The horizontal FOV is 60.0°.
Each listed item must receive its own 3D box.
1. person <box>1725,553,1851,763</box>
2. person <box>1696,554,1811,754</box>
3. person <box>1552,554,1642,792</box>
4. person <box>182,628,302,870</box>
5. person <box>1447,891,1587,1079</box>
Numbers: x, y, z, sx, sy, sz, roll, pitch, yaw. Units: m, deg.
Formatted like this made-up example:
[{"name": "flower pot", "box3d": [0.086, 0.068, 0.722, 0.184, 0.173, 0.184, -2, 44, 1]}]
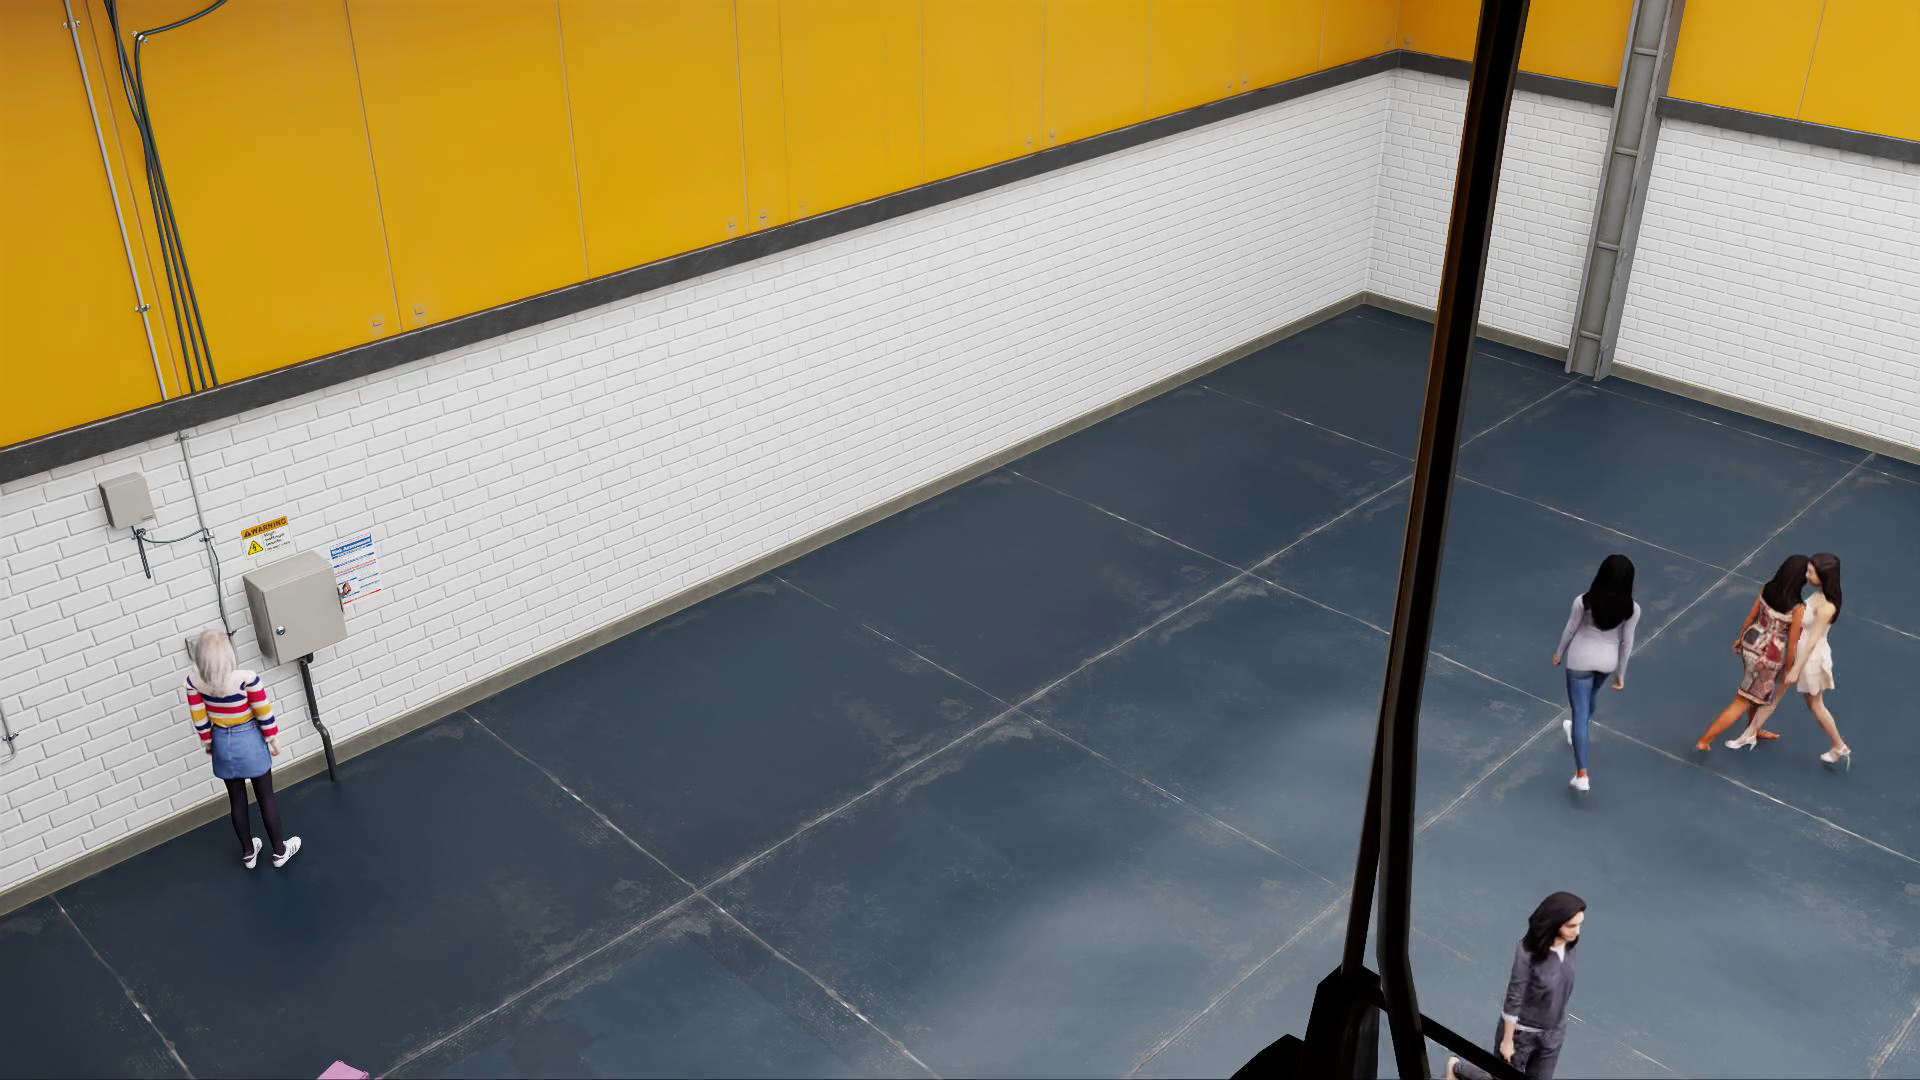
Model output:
[{"name": "person", "box3d": [6.042, 0.896, 11.645, 1.141, 1.690, 0.915, 10, 30, 18]}, {"name": "person", "box3d": [5.646, 0.849, 11.810, 1.011, 1.613, 1.059, -9, 30, -16]}, {"name": "person", "box3d": [4.403, 0.941, 11.558, 1.167, 1.693, 1.175, 2, 29, 4]}, {"name": "person", "box3d": [-4.647, 1.336, 10.718, 0.706, 1.805, 0.761, 0, 29, -1]}, {"name": "person", "box3d": [2.900, 2.485, 8.675, 0.766, 1.743, 0.953, -14, 31, -24]}]
